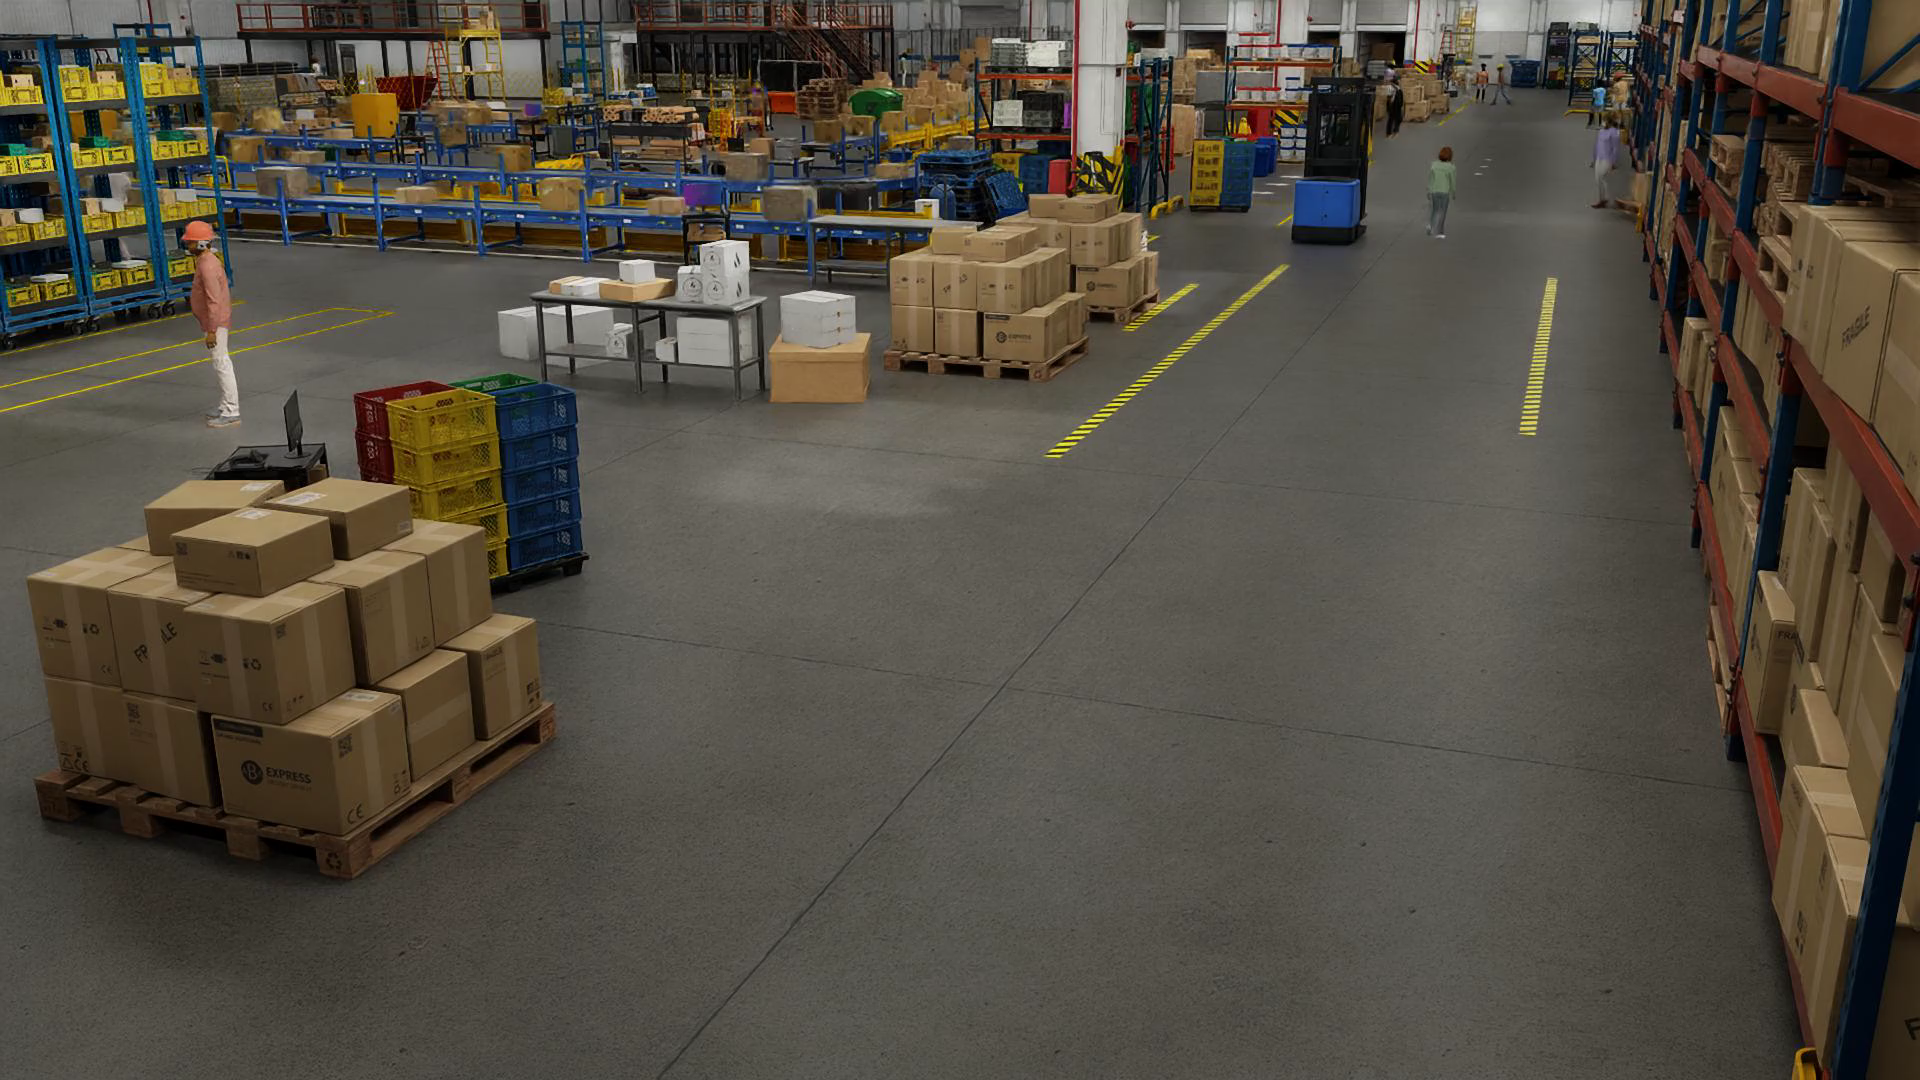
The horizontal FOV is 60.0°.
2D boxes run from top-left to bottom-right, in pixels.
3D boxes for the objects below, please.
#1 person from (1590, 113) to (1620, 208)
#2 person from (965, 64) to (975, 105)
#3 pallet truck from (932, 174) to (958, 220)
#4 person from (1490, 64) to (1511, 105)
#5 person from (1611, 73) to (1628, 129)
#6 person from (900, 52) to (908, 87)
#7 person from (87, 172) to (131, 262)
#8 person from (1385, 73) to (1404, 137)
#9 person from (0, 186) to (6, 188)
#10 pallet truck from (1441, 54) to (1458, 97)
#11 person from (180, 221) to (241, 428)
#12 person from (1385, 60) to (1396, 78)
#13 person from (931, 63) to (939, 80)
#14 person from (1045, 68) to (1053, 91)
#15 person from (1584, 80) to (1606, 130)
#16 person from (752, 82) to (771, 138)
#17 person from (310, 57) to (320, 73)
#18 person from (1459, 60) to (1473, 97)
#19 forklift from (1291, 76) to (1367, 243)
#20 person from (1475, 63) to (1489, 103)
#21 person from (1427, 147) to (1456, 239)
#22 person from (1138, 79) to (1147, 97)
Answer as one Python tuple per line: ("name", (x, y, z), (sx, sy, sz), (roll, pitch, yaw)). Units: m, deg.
("person", (13.170, -7.758, 34.071), (0.457, 1.922, 0.646), (-3, 18, -8))
("person", (0.468, -18.527, 68.035), (0.557, 1.851, 0.402), (-9, 20, -26))
("pallet truck", (-0.507, -5.292, 27.348), (0.653, 1.274, 1.630), (6, 19, 19))
("person", (23.495, -19.734, 72.027), (0.818, 1.734, 0.533), (5, 18, 17))
("person", (22.769, -15.132, 57.333), (0.716, 1.892, 0.366), (-5, 18, -15))
("person", (-2.950, -24.734, 87.588), (0.429, 1.834, 0.626), (0, 18, 1))
("person", (-12.997, -5.001, 25.538), (0.992, 1.864, 0.657), (11, 21, 31))
("person", (13.991, -13.945, 53.334), (0.619, 2.000, 0.700), (15, 23, 39))
("person", (-17.268, -6.282, 29.593), (0.588, 1.835, 0.403), (-3, 18, -8))
("pallet truck", (22.765, -21.886, 78.355), (0.823, 1.965, 1.885), (-4, 18, -14))
("person", (-7.277, -2.101, 16.192), (0.375, 1.997, 0.612), (-8, 19, -23))
("person", (18.290, -19.403, 70.699), (0.437, 1.909, 0.582), (15, 23, 39))
("person", (-1.036, -17.129, 63.366), (0.733, 2.025, 0.621), (6, 19, 19))
("person", (4.628, -23.867, 84.711), (0.641, 1.909, 0.439), (12, 21, 34))
("person", (21.776, -14.901, 56.945), (0.556, 1.664, 0.798), (-5, 18, -16))
("person", (-6.333, -13.712, 53.098), (0.550, 1.727, 0.758), (-10, 20, -28))
("person", (-30.105, -21.643, 77.790), (0.551, 1.874, 0.606), (7, 19, 20))
("person", (23.970, -21.869, 78.772), (0.505, 1.699, 0.866), (-11, 21, -31))
("forklift", (6.598, -6.755, 29.381), (1.129, 2.768, 1.873), (6, 19, 19))
("person", (23.069, -20.175, 73.467), (0.537, 1.695, 0.320), (4, 18, 12))
("person", (8.594, -6.185, 29.637), (0.519, 1.618, 0.344), (15, 23, 39))
("person", (6.267, -15.142, 57.402), (0.446, 1.853, 0.544), (8, 19, 24))
